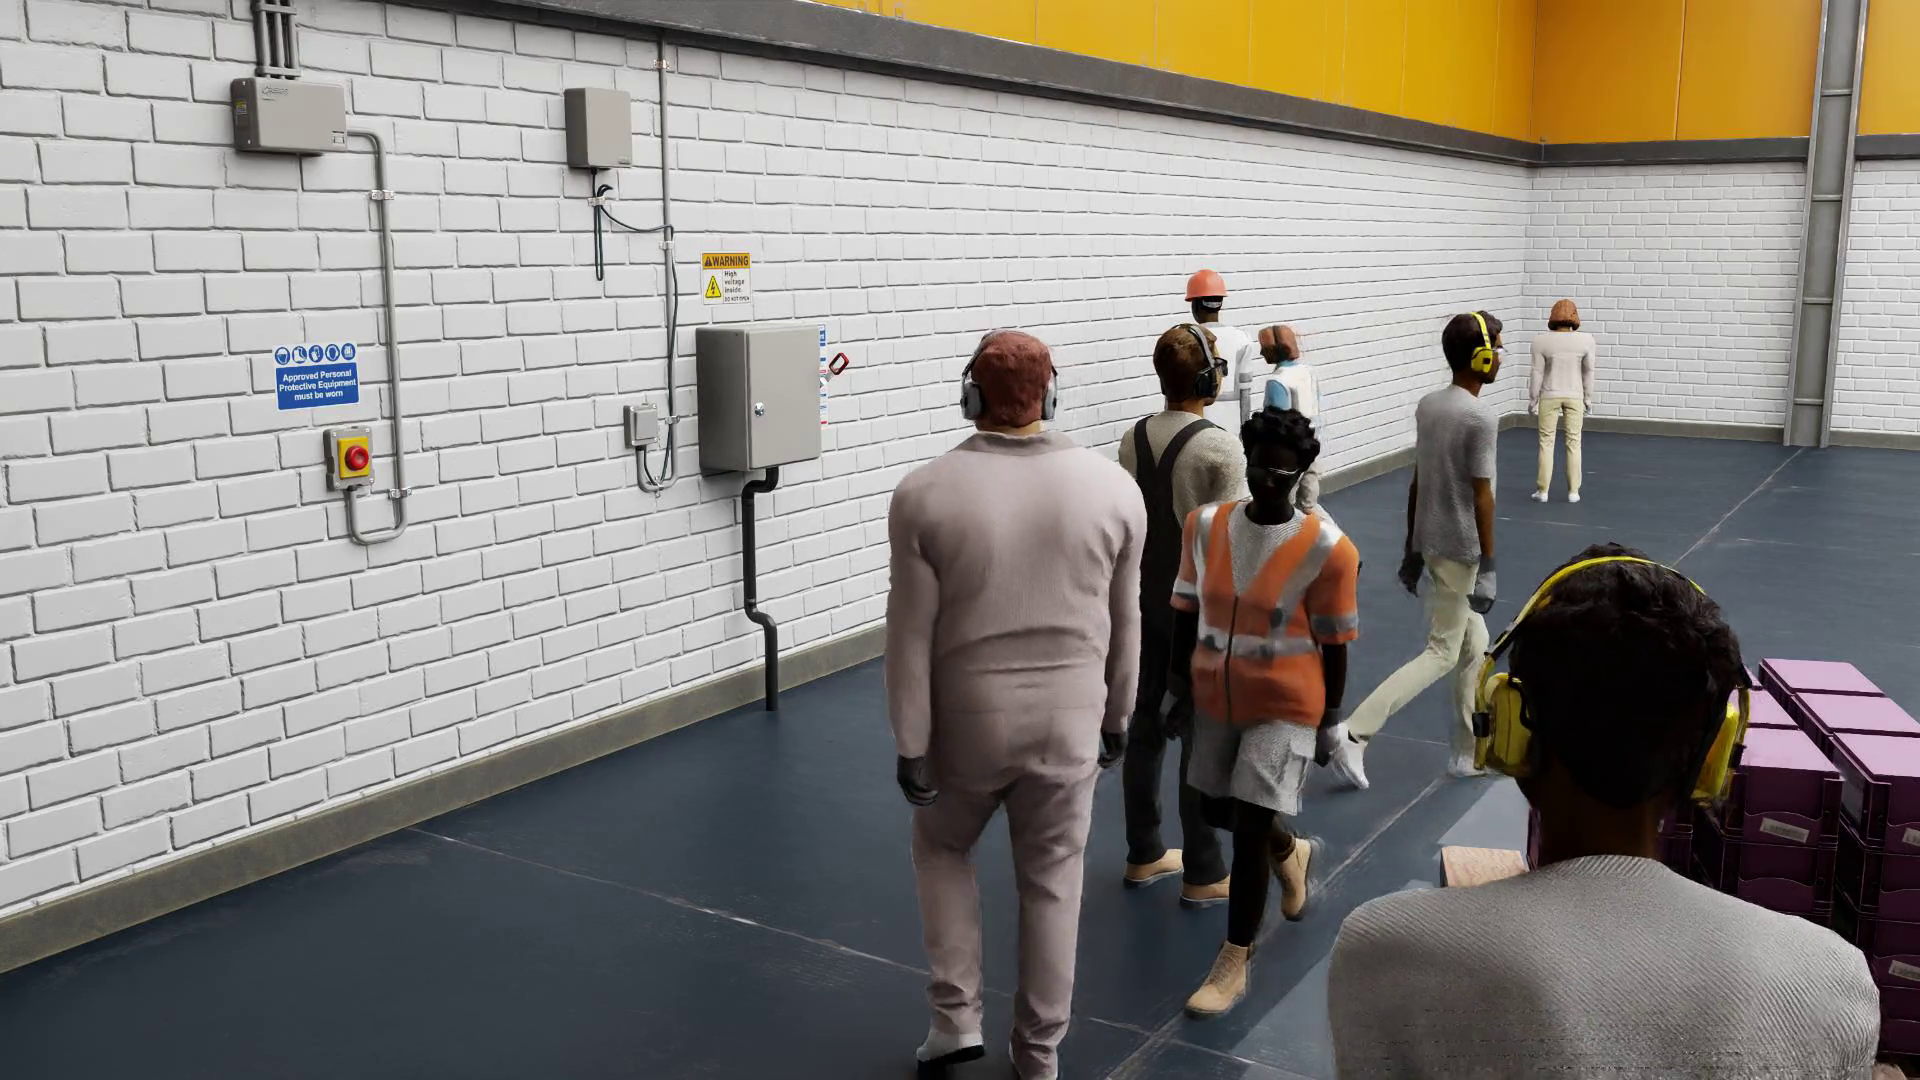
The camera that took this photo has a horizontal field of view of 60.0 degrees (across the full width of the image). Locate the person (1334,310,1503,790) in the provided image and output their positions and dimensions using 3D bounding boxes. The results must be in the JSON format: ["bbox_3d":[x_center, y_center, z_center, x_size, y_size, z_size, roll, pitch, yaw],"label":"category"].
[{"bbox_3d":[1.814,0.052,6.344,0.854,1.849,0.531,-2,10,-10],"label":"person"}]

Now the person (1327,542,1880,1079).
[{"bbox_3d":[0.569,0.943,1.527,0.532,1.855,0.709,-1,10,-5],"label":"person"}]

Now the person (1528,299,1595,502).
[{"bbox_3d":[4.824,-1.113,13.364,0.498,1.633,0.278,2,10,11],"label":"person"}]

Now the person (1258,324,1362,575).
[{"bbox_3d":[2.053,-0.476,9.892,0.598,1.609,0.554,6,12,32],"label":"person"}]

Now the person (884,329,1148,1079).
[{"bbox_3d":[0.130,0.436,4.089,0.652,1.890,0.449,-2,10,-9],"label":"person"}]

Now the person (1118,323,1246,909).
[{"bbox_3d":[0.718,0.242,5.269,0.345,1.847,0.508,-9,13,-40],"label":"person"}]

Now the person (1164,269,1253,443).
[{"bbox_3d":[1.463,-0.643,9.949,0.545,1.929,0.389,-2,10,-11],"label":"person"}]

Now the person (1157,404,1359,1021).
[{"bbox_3d":[0.866,0.437,4.649,0.530,1.672,0.716,9,13,40],"label":"person"}]
